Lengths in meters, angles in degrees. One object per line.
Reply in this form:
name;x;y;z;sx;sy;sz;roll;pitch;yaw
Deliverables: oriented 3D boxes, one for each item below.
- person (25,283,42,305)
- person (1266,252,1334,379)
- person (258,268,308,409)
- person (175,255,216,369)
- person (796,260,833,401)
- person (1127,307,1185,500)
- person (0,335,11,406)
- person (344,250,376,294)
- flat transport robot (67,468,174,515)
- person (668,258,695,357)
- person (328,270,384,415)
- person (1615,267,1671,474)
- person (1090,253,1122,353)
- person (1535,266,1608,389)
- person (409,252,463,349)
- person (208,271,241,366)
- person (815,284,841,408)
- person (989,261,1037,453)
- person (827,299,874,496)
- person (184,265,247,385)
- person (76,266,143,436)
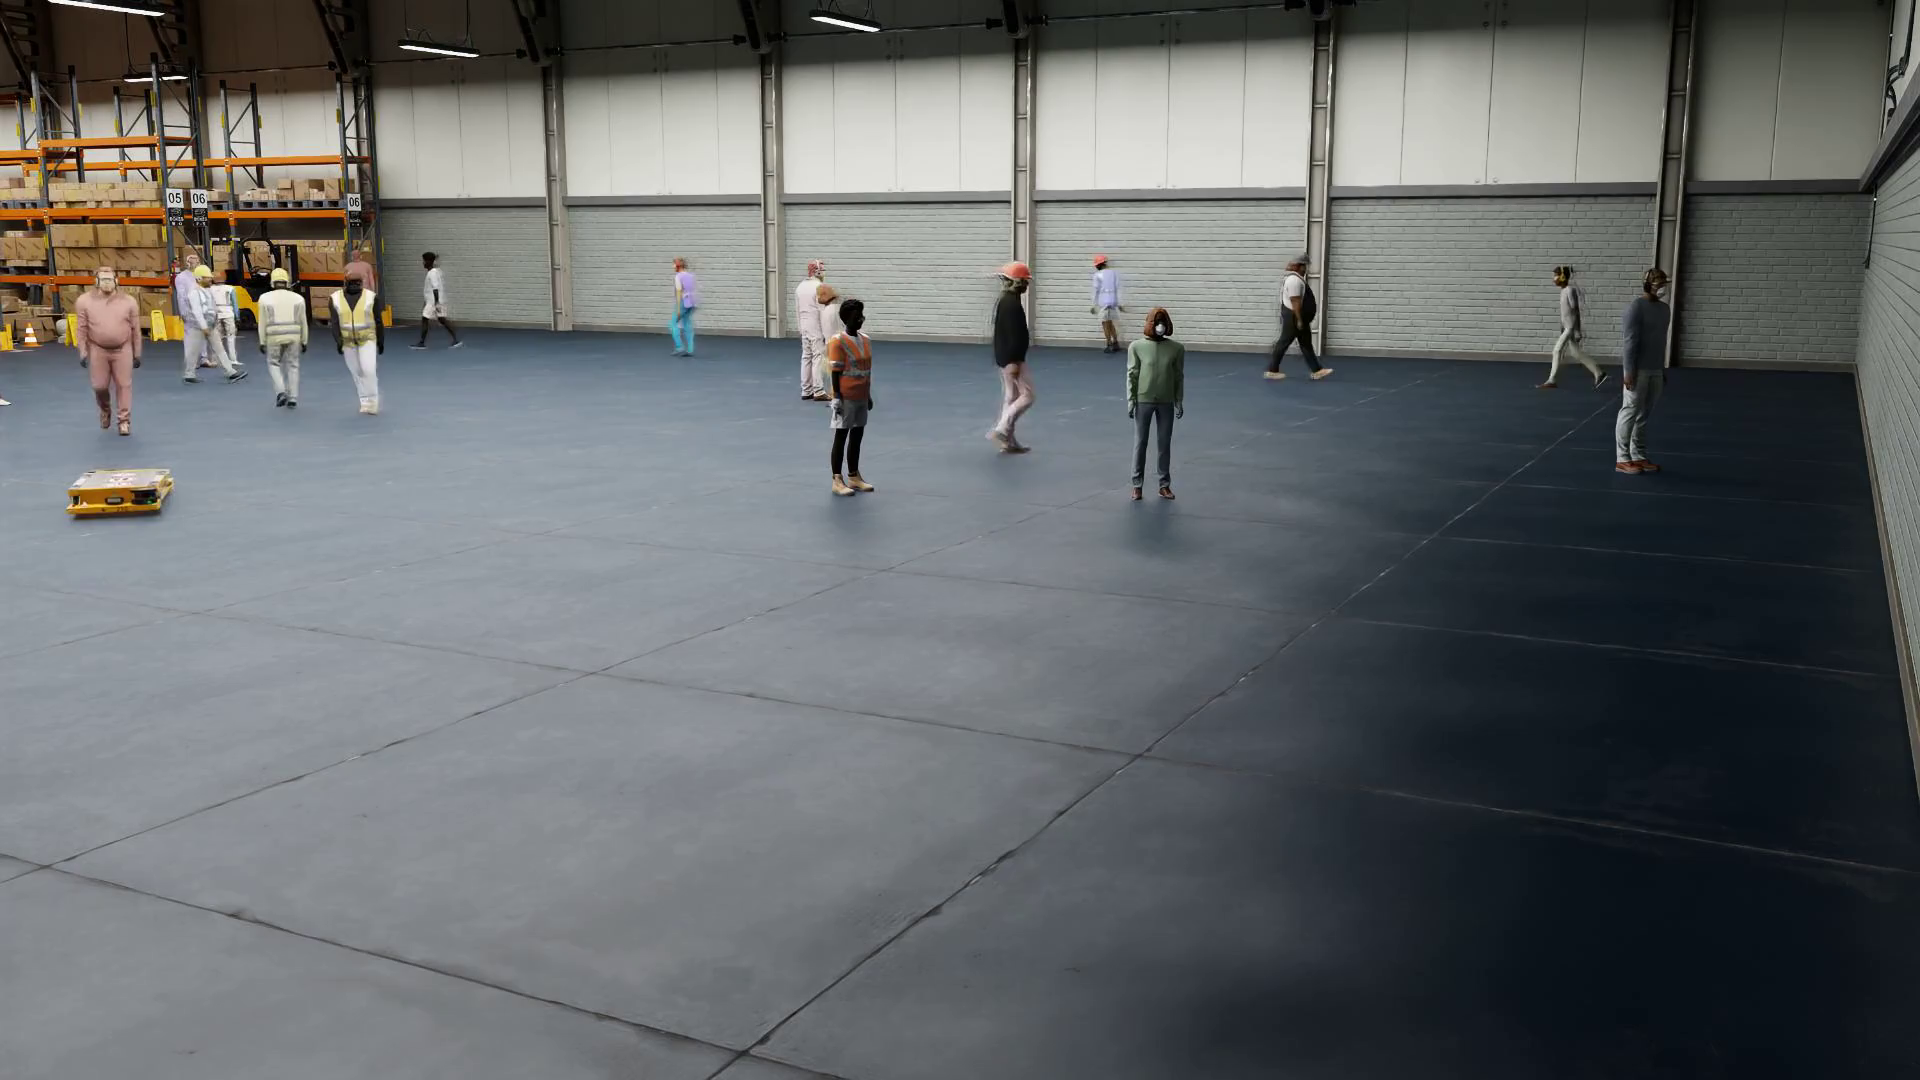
person;-24.786;-6.863;44.511;0.397;1.918;0.588;1;10;3
person;5.277;-3.504;25.851;1.045;2.000;0.698;3;11;16
person;-8.754;-2.602;21.529;0.625;1.818;0.426;-7;12;-33
person;-12.886;-3.848;28.091;0.402;1.911;0.638;5;12;26
person;-1.953;-2.848;22.642;0.401;1.906;0.651;-8;13;-37
person;1.664;-1.159;14.166;0.500;1.636;0.284;-1;10;-7
person;-12.846;-2.630;21.859;0.523;1.760;0.325;1;10;5
person;-13.834;-5.728;38.374;0.700;1.896;0.422;-1;10;-7
flat transport robot;-6.985;-0.421;13.870;0.652;0.197;1.431;-4;11;-20
person;-5.176;-4.293;30.739;0.580;1.823;0.597;2;11;13
person;-7.555;-2.459;20.804;0.631;1.800;0.787;-2;11;-9
person;6.478;-1.597;15.731;0.628;1.939;0.375;-7;13;-35
person;2.769;-4.506;31.715;0.561;1.890;0.562;-6;12;-32
person;9.014;-3.097;24.325;0.950;1.808;0.534;3;11;16
person;-10.406;-4.748;32.989;1.007;1.923;0.607;-2;11;-10
person;-12.745;-3.809;28.683;0.582;1.620;0.319;-3;11;-16
person;-1.677;-2.512;21.623;0.381;1.612;0.506;-2;11;-9
person;0.568;-1.855;17.033;0.438;1.974;0.636;-1;10;-7
person;-0.938;-1.238;14.434;0.317;1.695;0.540;7;12;32
person;-11.289;-3.222;25.003;0.904;1.783;0.603;1;10;3
person;-9.565;-2.130;18.743;0.663;1.894;0.515;-5;12;-27
